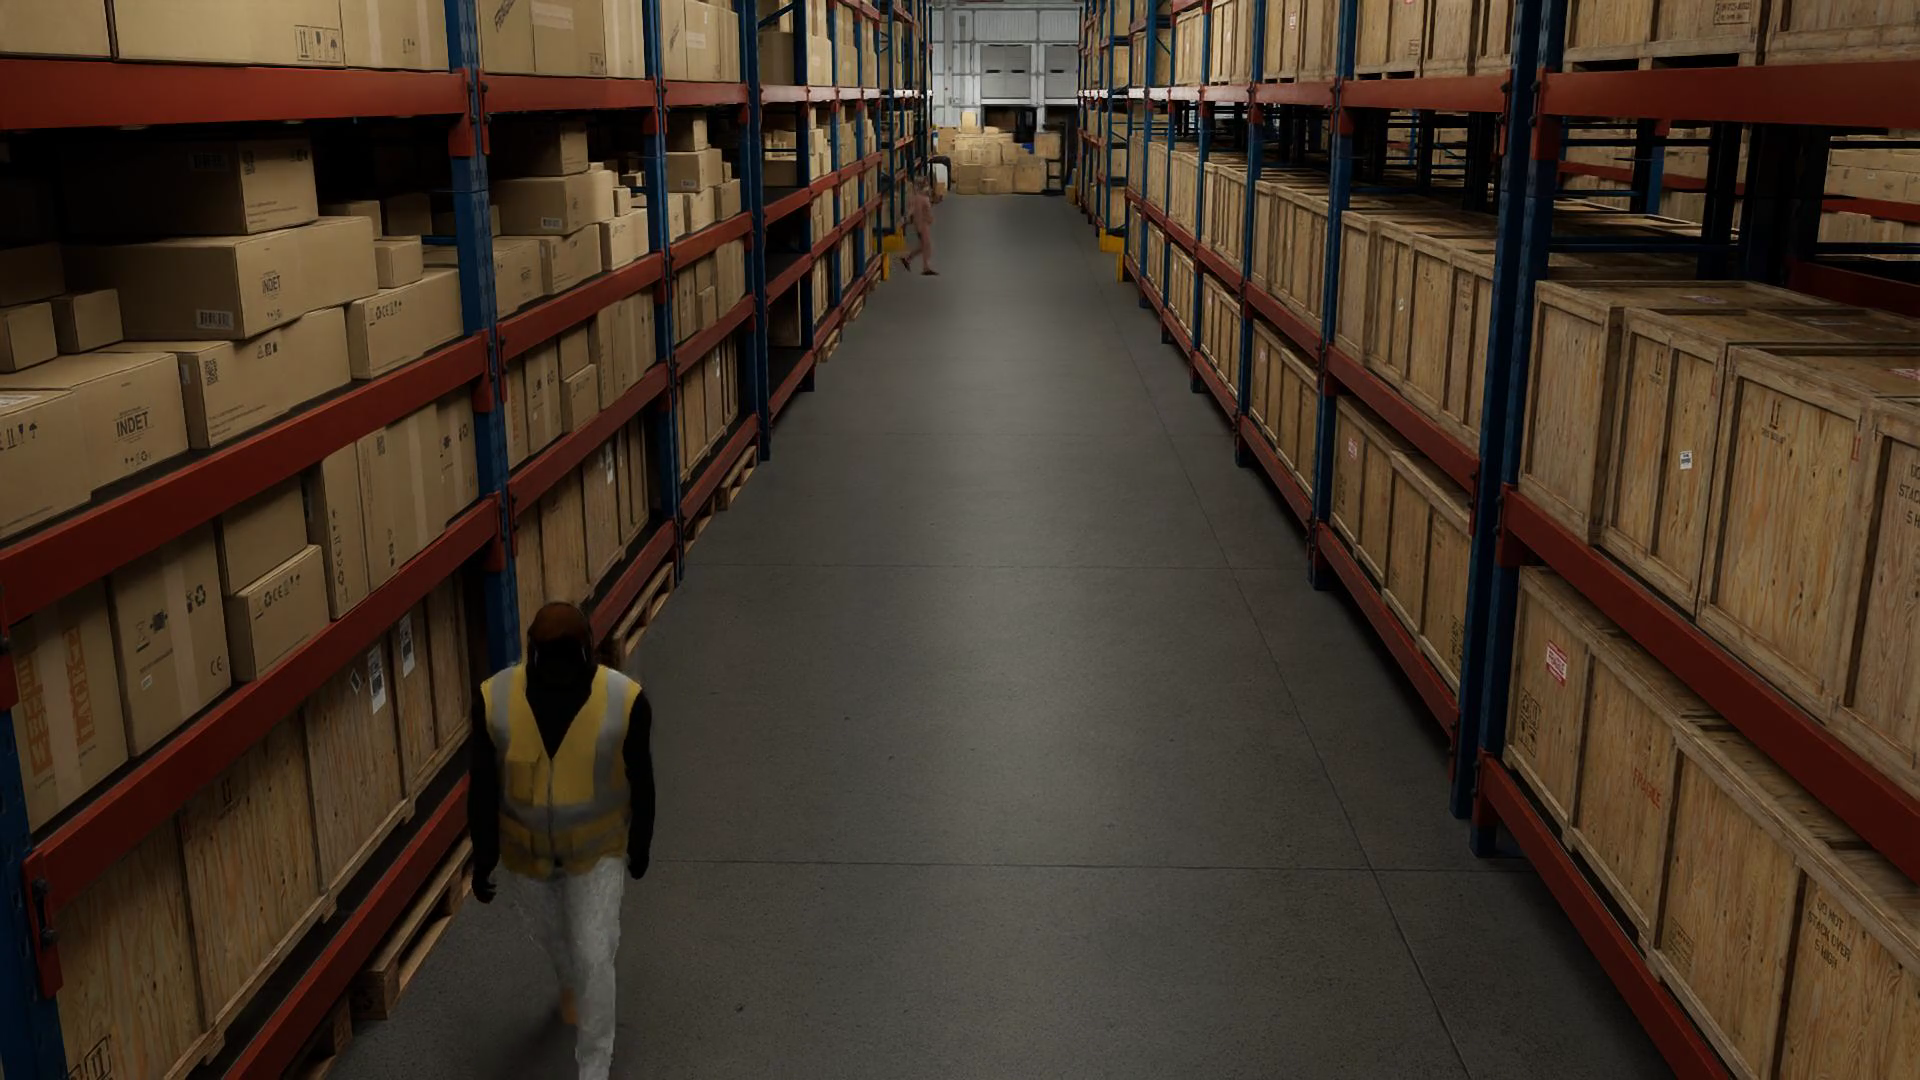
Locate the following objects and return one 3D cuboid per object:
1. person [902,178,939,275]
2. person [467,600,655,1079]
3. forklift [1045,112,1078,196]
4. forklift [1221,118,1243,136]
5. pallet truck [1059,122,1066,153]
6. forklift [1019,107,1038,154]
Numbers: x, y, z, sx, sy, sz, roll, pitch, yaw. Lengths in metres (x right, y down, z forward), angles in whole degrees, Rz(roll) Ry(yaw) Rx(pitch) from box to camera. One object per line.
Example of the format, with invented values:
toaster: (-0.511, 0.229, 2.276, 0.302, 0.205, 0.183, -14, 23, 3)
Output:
person: (-0.767, -6.103, 32.389, 0.645, 1.881, 0.647, 0, 15, 1)
person: (-1.394, 1.054, 5.919, 0.624, 1.805, 0.924, 0, 15, -2)
forklift: (3.851, -13.160, 56.755, 1.873, 2.768, 1.129, 0, 15, 2)
forklift: (7.111, -9.642, 43.664, 1.873, 2.768, 1.129, 6, 16, 22)
pallet truck: (5.788, -21.111, 88.014, 1.885, 1.965, 0.823, 5, 16, 18)
forklift: (3.350, -19.703, 81.099, 1.129, 2.768, 1.873, -11, 19, -36)
